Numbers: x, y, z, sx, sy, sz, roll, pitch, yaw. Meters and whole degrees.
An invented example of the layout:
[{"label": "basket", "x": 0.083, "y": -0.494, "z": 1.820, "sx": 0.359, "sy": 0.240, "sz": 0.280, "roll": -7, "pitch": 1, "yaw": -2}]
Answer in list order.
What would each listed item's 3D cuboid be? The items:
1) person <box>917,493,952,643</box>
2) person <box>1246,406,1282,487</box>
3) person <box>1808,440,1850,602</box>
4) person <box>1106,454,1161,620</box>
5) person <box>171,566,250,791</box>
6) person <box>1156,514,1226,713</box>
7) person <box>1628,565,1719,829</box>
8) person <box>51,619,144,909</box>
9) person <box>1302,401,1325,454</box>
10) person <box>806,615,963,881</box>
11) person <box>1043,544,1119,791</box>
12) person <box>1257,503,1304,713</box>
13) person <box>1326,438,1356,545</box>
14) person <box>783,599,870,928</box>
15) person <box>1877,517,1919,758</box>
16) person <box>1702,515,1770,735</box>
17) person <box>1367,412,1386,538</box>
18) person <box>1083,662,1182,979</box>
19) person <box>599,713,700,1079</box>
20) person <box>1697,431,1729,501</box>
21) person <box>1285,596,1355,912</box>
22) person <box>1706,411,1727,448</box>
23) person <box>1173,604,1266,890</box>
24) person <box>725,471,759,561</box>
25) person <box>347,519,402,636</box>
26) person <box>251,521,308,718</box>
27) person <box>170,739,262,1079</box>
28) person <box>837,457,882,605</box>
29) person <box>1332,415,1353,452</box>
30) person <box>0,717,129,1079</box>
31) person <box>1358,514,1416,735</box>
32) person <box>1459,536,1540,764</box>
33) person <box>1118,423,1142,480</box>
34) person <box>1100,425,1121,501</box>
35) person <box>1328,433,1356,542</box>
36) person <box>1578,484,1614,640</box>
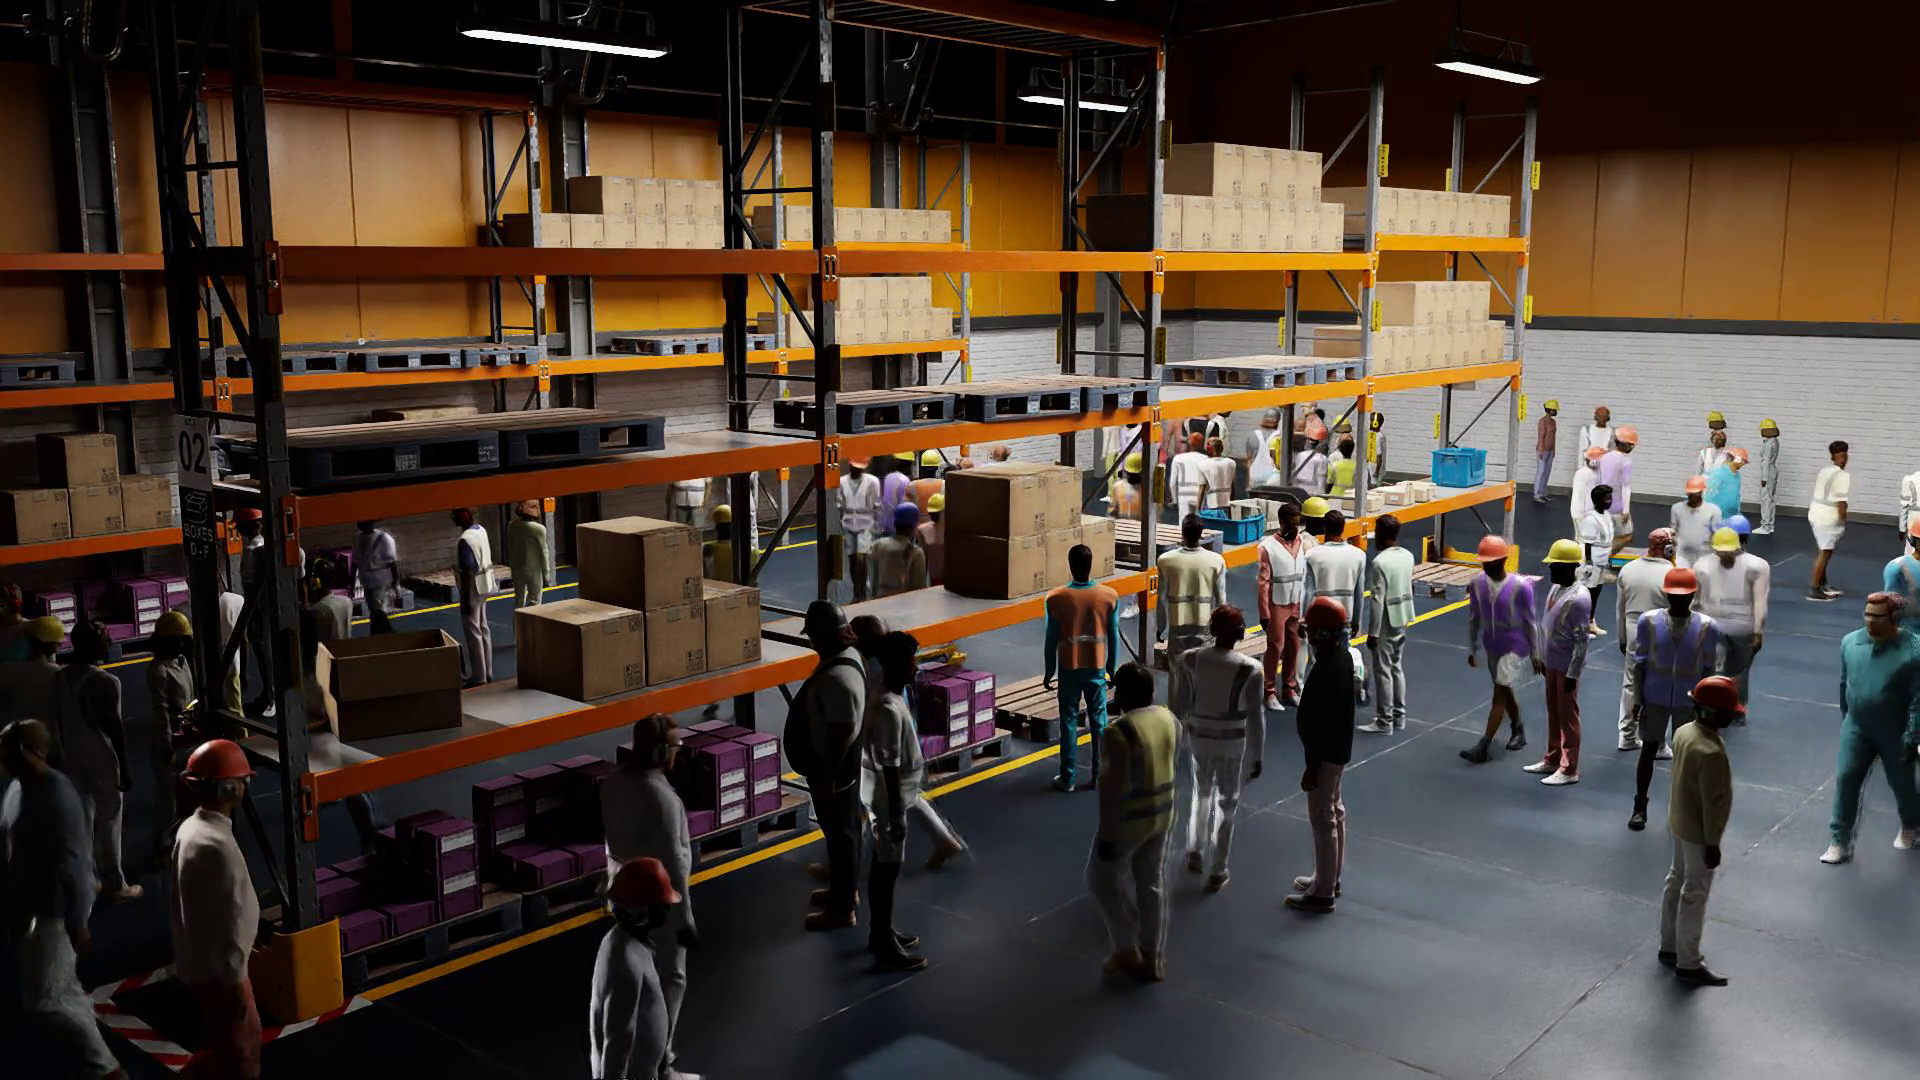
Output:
[{"label": "person", "x": -0.162, "y": 0.336, "z": 17.257, "sx": 0.533, "sy": 1.719, "sz": 0.856, "roll": 3, "pitch": 10, "yaw": 20}, {"label": "person", "x": 4.439, "y": -0.931, "z": 23.842, "sx": 0.690, "sy": 2.000, "sz": 0.580, "roll": 6, "pitch": 11, "yaw": 32}, {"label": "person", "x": 10.466, "y": -0.230, "z": 19.965, "sx": 0.489, "sy": 1.936, "sz": 0.639, "roll": 1, "pitch": 10, "yaw": 7}, {"label": "person", "x": 1.937, "y": -0.047, "z": 19.017, "sx": 0.618, "sy": 1.885, "sz": 0.817, "roll": 7, "pitch": 12, "yaw": 36}, {"label": "person", "x": -5.658, "y": 1.051, "z": 12.615, "sx": 0.389, "sy": 1.837, "sz": 0.563, "roll": 8, "pitch": 12, "yaw": 39}, {"label": "person", "x": 1.982, "y": 0.728, "z": 14.300, "sx": 0.596, "sy": 1.918, "sz": 0.380, "roll": 1, "pitch": 10, "yaw": 6}, {"label": "person", "x": 5.073, "y": 1.130, "z": 11.841, "sx": 0.545, "sy": 1.939, "sz": 0.374, "roll": 4, "pitch": 10, "yaw": 23}, {"label": "person", "x": -5.450, "y": 1.409, "z": 10.484, "sx": 0.504, "sy": 1.839, "sz": 0.342, "roll": 3, "pitch": 10, "yaw": 19}, {"label": "person", "x": 5.501, "y": -1.292, "z": 26.387, "sx": 0.408, "sy": 1.911, "sz": 0.649, "roll": -3, "pitch": 10, "yaw": -15}, {"label": "person", "x": -0.476, "y": 1.358, "z": 10.956, "sx": 0.991, "sy": 1.797, "sz": 0.631, "roll": 0, "pitch": 10, "yaw": 0}, {"label": "person", "x": 0.932, "y": 0.986, "z": 12.779, "sx": 0.587, "sy": 1.914, "sz": 0.392, "roll": -1, "pitch": 10, "yaw": -7}, {"label": "person", "x": 2.930, "y": 0.602, "z": 15.094, "sx": 0.600, "sy": 1.908, "sz": 0.404, "roll": -7, "pitch": 12, "yaw": -34}, {"label": "person", "x": 5.240, "y": -0.544, "z": 22.573, "sx": 0.547, "sy": 1.679, "sz": 0.367, "roll": 4, "pitch": 10, "yaw": 23}, {"label": "person", "x": -0.818, "y": 1.350, "z": 10.223, "sx": 0.536, "sy": 2.000, "sz": 0.672, "roll": 1, "pitch": 10, "yaw": 3}, {"label": "person", "x": 7.776, "y": 0.797, "z": 13.528, "sx": 0.615, "sy": 2.039, "sz": 0.386, "roll": -3, "pitch": 10, "yaw": -19}, {"label": "person", "x": 6.645, "y": 0.732, "z": 14.367, "sx": 0.625, "sy": 1.888, "sz": 1.011, "roll": 9, "pitch": 13, "yaw": 42}, {"label": "person", "x": 6.102, "y": -0.951, "z": 24.475, "sx": 0.311, "sy": 1.869, "sz": 0.533, "roll": 3, "pitch": 10, "yaw": 16}, {"label": "person", "x": 0.980, "y": 1.592, "z": 9.403, "sx": 0.661, "sy": 1.827, "sz": 0.458, "roll": -9, "pitch": 13, "yaw": -42}, {"label": "person", "x": -1.517, "y": 1.777, "z": 8.140, "sx": 0.397, "sy": 1.888, "sz": 0.669, "roll": -7, "pitch": 12, "yaw": -36}, {"label": "person", "x": 10.881, "y": -0.756, "z": 23.981, "sx": 0.514, "sy": 1.645, "sz": 0.309, "roll": 9, "pitch": 13, "yaw": 41}, {"label": "person", "x": 2.280, "y": 1.334, "z": 10.457, "sx": 0.380, "sy": 1.995, "sz": 0.611, "roll": 4, "pitch": 10, "yaw": 23}, {"label": "person", "x": 11.823, "y": -1.154, "z": 26.091, "sx": 0.321, "sy": 1.736, "sz": 0.485, "roll": 3, "pitch": 10, "yaw": 18}, {"label": "person", "x": 1.682, "y": 1.337, "z": 10.803, "sx": 0.620, "sy": 1.869, "sz": 0.418, "roll": 5, "pitch": 11, "yaw": 26}, {"label": "person", "x": -2.856, "y": -0.413, "z": 21.666, "sx": 0.484, "sy": 1.735, "sz": 0.309, "roll": -8, "pitch": 12, "yaw": -40}, {"label": "person", "x": -5.907, "y": 0.472, "z": 16.573, "sx": 0.558, "sy": 1.658, "sz": 0.808, "roll": 5, "pitch": 11, "yaw": 28}, {"label": "person", "x": -6.080, "y": 0.668, "z": 14.848, "sx": 0.509, "sy": 1.860, "sz": 0.334, "roll": 0, "pitch": 10, "yaw": -1}, {"label": "person", "x": -3.358, "y": 1.874, "z": 7.326, "sx": 0.743, "sy": 1.965, "sz": 0.641, "roll": -6, "pitch": 11, "yaw": -30}, {"label": "person", "x": -1.228, "y": -0.122, "z": 19.415, "sx": 0.606, "sy": 1.899, "sz": 0.621, "roll": 2, "pitch": 10, "yaw": 12}, {"label": "person", "x": 5.851, "y": -1.058, "z": 25.523, "sx": 0.321, "sy": 1.737, "sz": 0.488, "roll": 7, "pitch": 12, "yaw": 35}, {"label": "person", "x": -4.369, "y": 1.802, "z": 7.988, "sx": 0.409, "sy": 1.895, "sz": 0.736, "roll": -9, "pitch": 13, "yaw": -42}, {"label": "person", "x": 3.700, "y": 0.732, "z": 14.323, "sx": 0.405, "sy": 1.909, "sz": 0.608, "roll": 8, "pitch": 13, "yaw": 41}, {"label": "person", "x": 4.447, "y": 0.874, "z": 13.628, "sx": 0.972, "sy": 1.867, "sz": 0.576, "roll": -7, "pitch": 12, "yaw": -38}, {"label": "person", "x": 2.602, "y": -1.099, "z": 25.192, "sx": 0.385, "sy": 1.922, "sz": 0.594, "roll": -8, "pitch": 12, "yaw": -39}, {"label": "person", "x": 2.565, "y": -1.471, "z": 28.285, "sx": 0.286, "sy": 1.631, "sz": 0.501, "roll": 7, "pitch": 12, "yaw": 38}, {"label": "person", "x": 5.481, "y": -0.718, "z": 23.808, "sx": 0.506, "sy": 1.630, "sz": 0.277, "roll": -4, "pitch": 10, "yaw": -22}, {"label": "person", "x": 6.855, "y": 0.231, "z": 17.956, "sx": 0.322, "sy": 1.689, "sz": 0.533, "roll": 8, "pitch": 13, "yaw": 41}]
